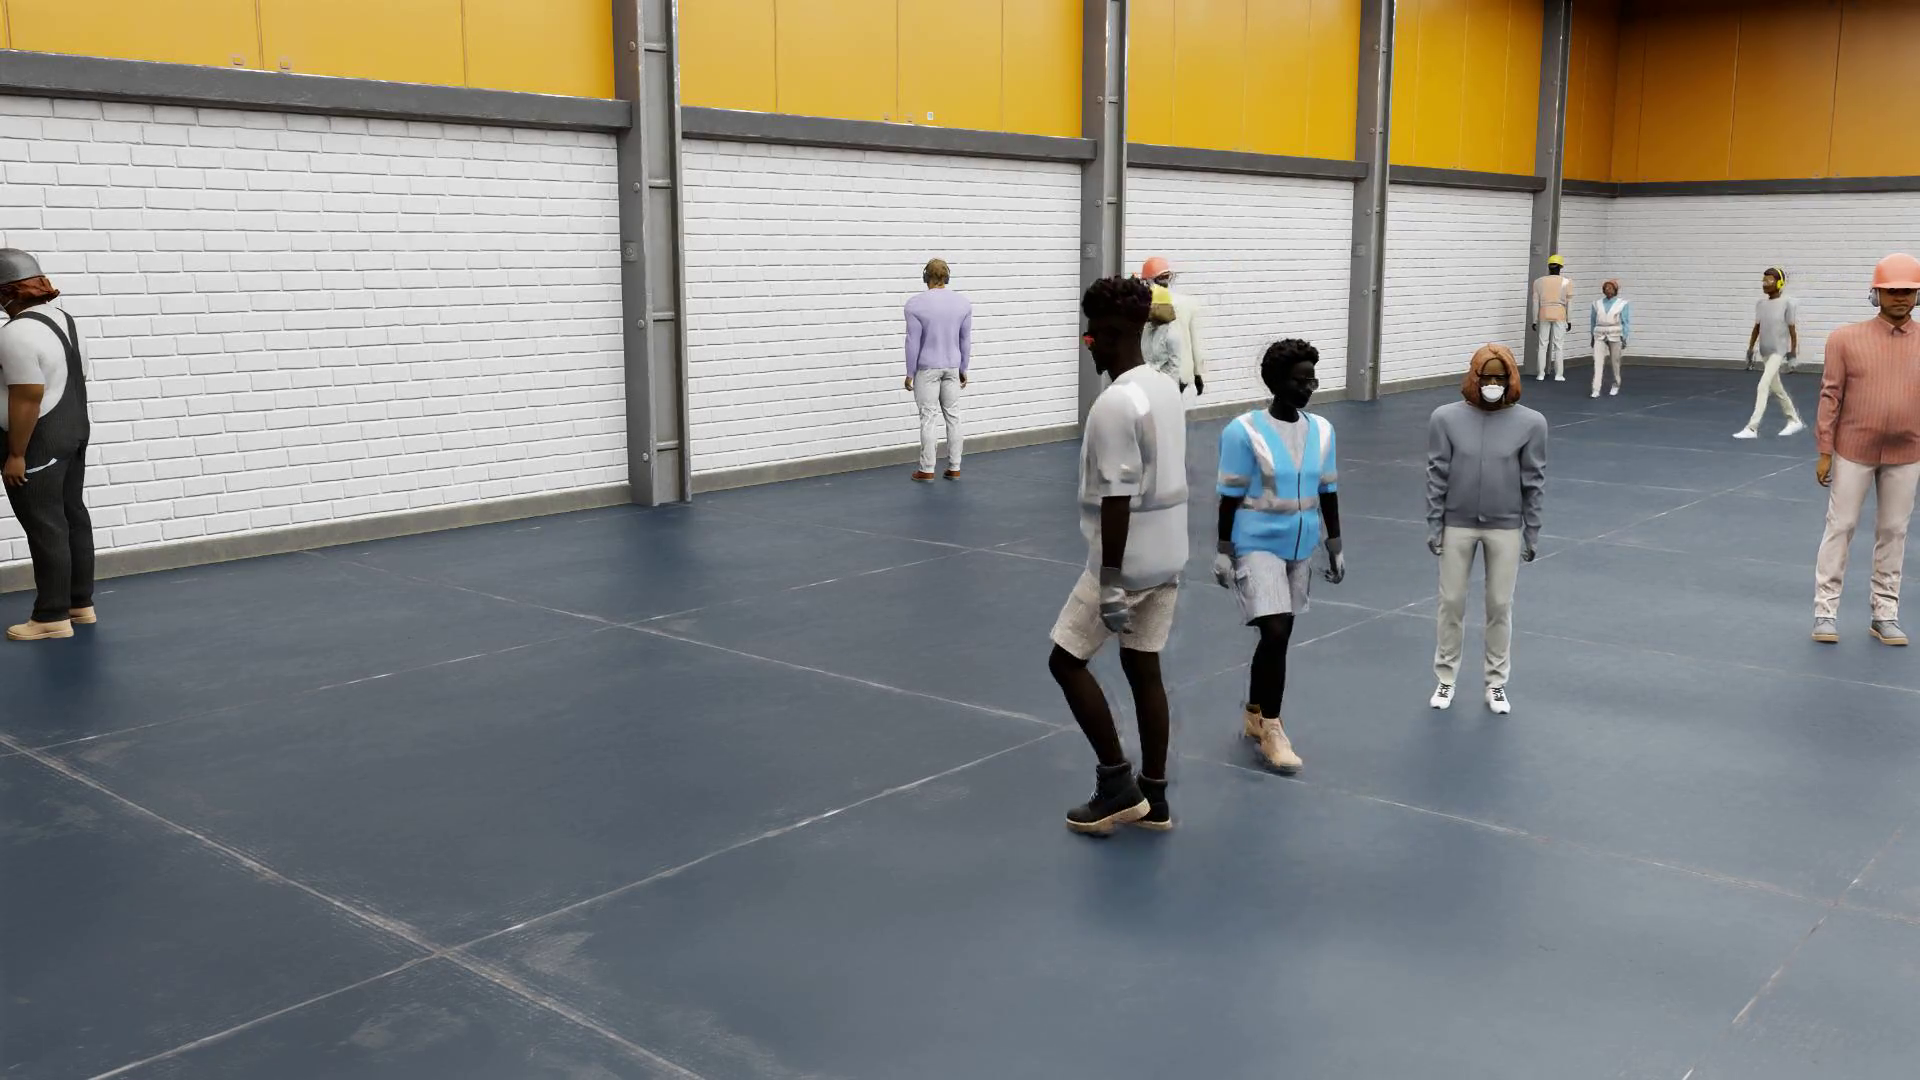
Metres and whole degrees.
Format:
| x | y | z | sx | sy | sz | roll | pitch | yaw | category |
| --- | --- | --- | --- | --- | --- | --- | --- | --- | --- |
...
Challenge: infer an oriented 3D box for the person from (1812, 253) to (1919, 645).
| x | y | z | sx | sy | sz | roll | pitch | yaw | category |
| --- | --- | --- | --- | --- | --- | --- | --- | --- | --- |
| 4.694 | -0.452 | 8.480 | 0.612 | 1.995 | 0.393 | 2 | 10 | 13 | person |

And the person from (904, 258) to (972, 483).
| x | y | z | sx | sy | sz | roll | pitch | yaw | category |
| --- | --- | --- | --- | --- | --- | --- | --- | --- | --- |
| -0.200 | -1.460 | 14.388 | 0.630 | 1.940 | 0.372 | -5 | 11 | -27 | person |

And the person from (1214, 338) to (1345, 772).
| x | y | z | sx | sy | sz | roll | pitch | yaw | category |
| --- | --- | --- | --- | --- | --- | --- | --- | --- | --- |
| 1.293 | 0.058 | 6.488 | 0.545 | 1.670 | 0.668 | -6 | 11 | -29 | person |

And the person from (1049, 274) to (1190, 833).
| x | y | z | sx | sy | sz | roll | pitch | yaw | category |
| --- | --- | --- | --- | --- | --- | --- | --- | --- | --- |
| 0.543 | 0.064 | 5.726 | 0.482 | 1.936 | 0.599 | 6 | 12 | 31 | person |

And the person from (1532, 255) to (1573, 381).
| x | y | z | sx | sy | sz | roll | pitch | yaw | category |
| --- | --- | --- | --- | --- | --- | --- | --- | --- | --- |
| 9.013 | -3.369 | 25.316 | 0.585 | 1.917 | 0.382 | 5 | 11 | 24 | person |

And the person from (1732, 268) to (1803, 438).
| x | y | z | sx | sy | sz | roll | pitch | yaw | category |
| --- | --- | --- | --- | --- | --- | --- | --- | --- | --- |
| 8.738 | -2.002 | 17.822 | 0.972 | 1.827 | 0.534 | -3 | 10 | -17 | person |

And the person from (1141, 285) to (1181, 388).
| x | y | z | sx | sy | sz | roll | pitch | yaw | category |
| --- | --- | --- | --- | --- | --- | --- | --- | --- | --- |
| 1.499 | -1.079 | 12.774 | 0.295 | 1.744 | 0.485 | -5 | 11 | -28 | person |

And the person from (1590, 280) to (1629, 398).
| x | y | z | sx | sy | sz | roll | pitch | yaw | category |
| --- | --- | --- | --- | --- | --- | --- | --- | --- | --- |
| 8.863 | -2.750 | 22.694 | 0.524 | 1.598 | 0.859 | 7 | 12 | 36 | person |

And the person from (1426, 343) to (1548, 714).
| x | y | z | sx | sy | sz | roll | pitch | yaw | category |
| --- | --- | --- | --- | --- | --- | --- | --- | --- | --- |
| 2.272 | -0.043 | 7.230 | 0.492 | 1.624 | 0.309 | 3 | 11 | 18 | person |

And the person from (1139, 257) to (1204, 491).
| x | y | z | sx | sy | sz | roll | pitch | yaw | category |
| --- | --- | --- | --- | --- | --- | --- | --- | --- | --- |
| 1.692 | -1.397 | 14.014 | 0.625 | 1.936 | 0.918 | -6 | 12 | -32 | person |

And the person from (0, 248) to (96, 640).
| x | y | z | sx | sy | sz | roll | pitch | yaw | category |
| --- | --- | --- | --- | --- | --- | --- | --- | --- | --- |
| -4.846 | -0.507 | 8.667 | 0.535 | 2.000 | 0.674 | -1 | 10 | -5 | person |
